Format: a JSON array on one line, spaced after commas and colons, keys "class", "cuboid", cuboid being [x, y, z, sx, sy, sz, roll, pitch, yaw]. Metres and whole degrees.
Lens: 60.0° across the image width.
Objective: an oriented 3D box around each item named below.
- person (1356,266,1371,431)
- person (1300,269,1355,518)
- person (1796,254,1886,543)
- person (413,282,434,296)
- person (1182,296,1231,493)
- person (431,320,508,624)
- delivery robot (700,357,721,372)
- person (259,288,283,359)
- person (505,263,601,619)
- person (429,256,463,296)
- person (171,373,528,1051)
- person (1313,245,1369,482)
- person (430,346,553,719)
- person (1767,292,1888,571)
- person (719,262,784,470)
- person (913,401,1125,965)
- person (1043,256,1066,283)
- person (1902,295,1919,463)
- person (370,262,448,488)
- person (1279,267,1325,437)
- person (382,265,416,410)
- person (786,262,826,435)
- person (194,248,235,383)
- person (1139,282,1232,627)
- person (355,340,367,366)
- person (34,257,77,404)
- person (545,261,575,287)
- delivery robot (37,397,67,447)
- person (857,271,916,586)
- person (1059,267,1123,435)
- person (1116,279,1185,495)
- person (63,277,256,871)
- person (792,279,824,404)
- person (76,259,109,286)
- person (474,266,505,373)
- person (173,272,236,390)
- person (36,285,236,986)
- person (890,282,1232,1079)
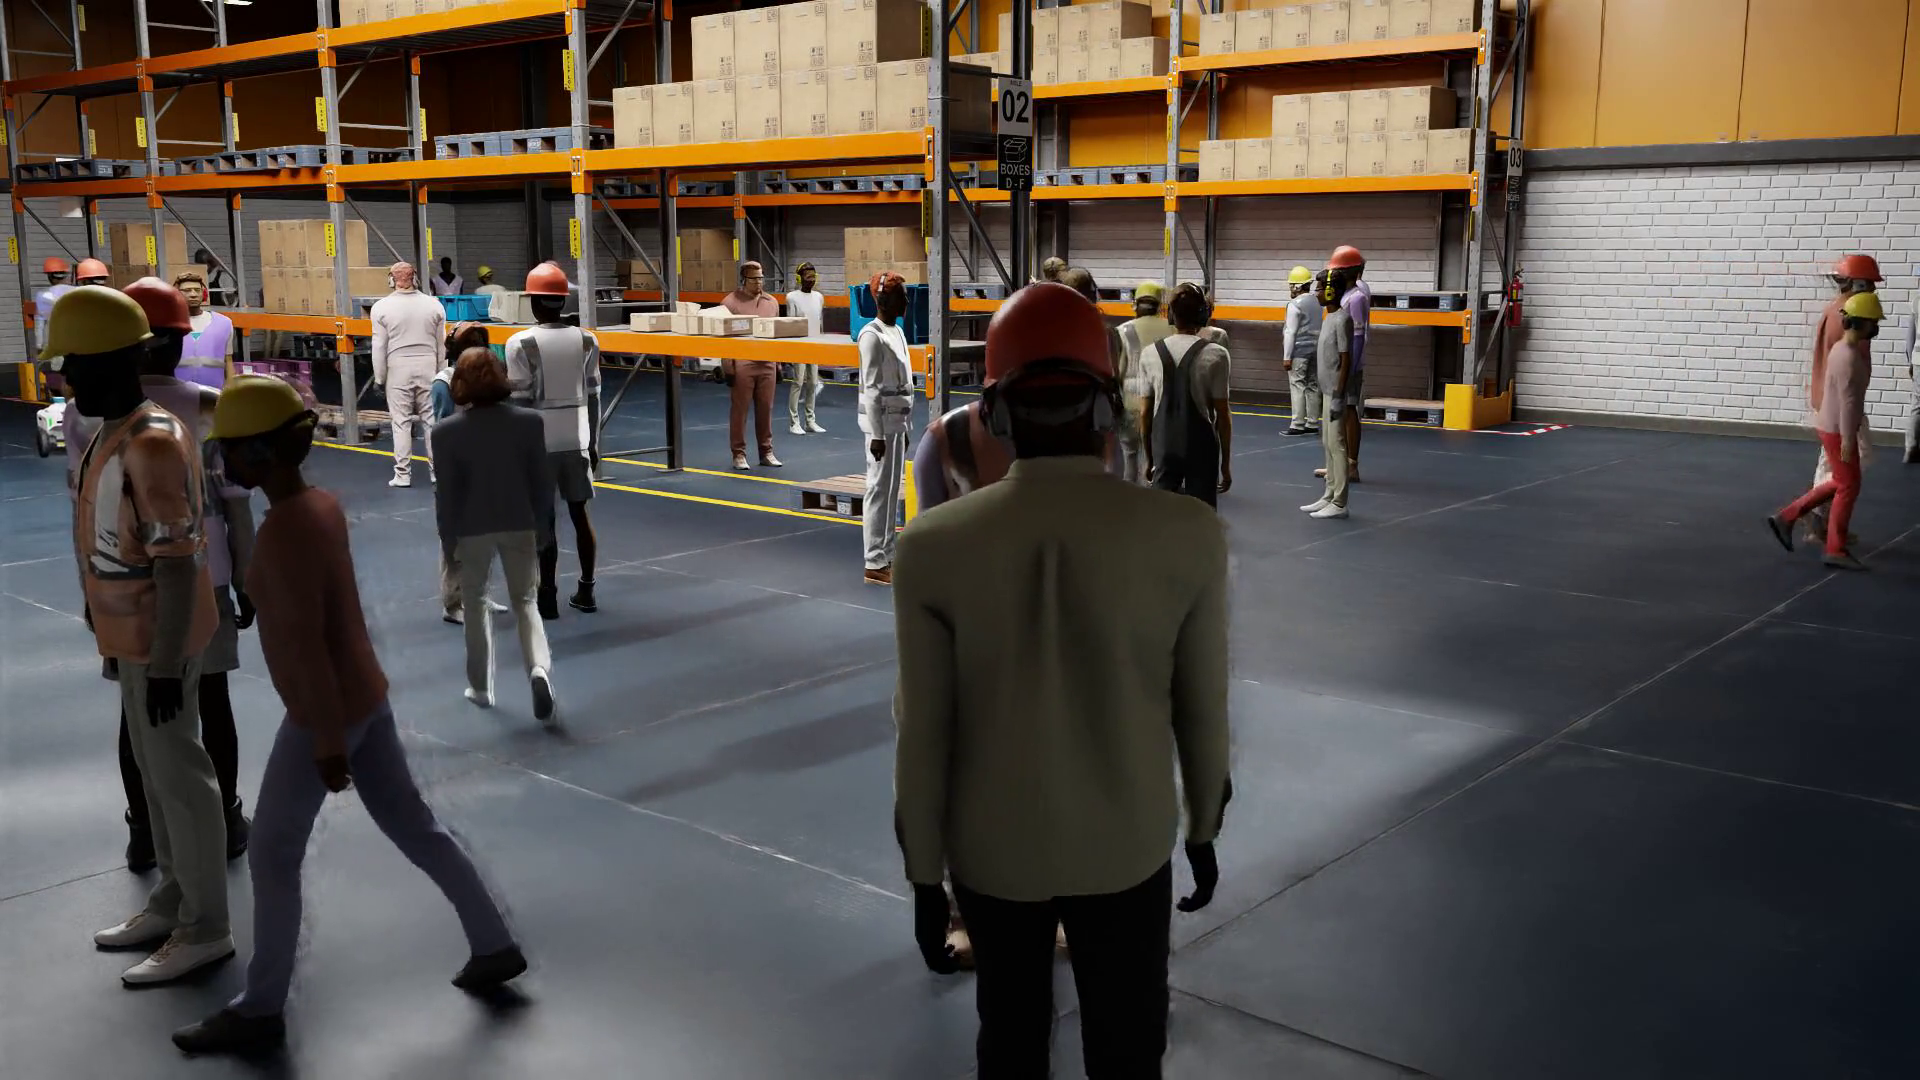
[{"class": "person", "cuboid": [4.299, -2.139, 18.250, 0.372, 1.940, 0.631, 4, 11, 23]}, {"class": "person", "cuboid": [2.786, -1.089, 12.493, 0.335, 1.864, 0.521, 0, 10, 2]}, {"class": "person", "cuboid": [6.006, -0.943, 11.318, 0.444, 1.979, 0.646, 2, 10, 9]}, {"class": "person", "cuboid": [-6.813, -2.516, 21.336, 0.742, 1.603, 0.499, 4, 11, 20]}, {"class": "person", "cuboid": [1.974, -1.192, 13.717, 0.512, 1.637, 0.307, 4, 11, 23]}, {"class": "person", "cuboid": [-2.671, -0.370, 9.038, 0.311, 1.636, 0.523, 2, 10, 13]}, {"class": "delivery robot", "cuboid": [-3.600, -2.690, 25.049, 0.707, 0.478, 0.477, 10, 14, 44]}, {"class": "person", "cuboid": [-11.757, -3.770, 28.452, 0.513, 1.620, 0.298, 4, 11, 24]}, {"class": "person", "cuboid": [-2.230, -0.535, 9.121, 0.546, 1.938, 0.360, -9, 13, -40]}, {"class": "person", "cuboid": [-9.048, -4.052, 29.316, 0.604, 1.885, 0.941, -5, 11, -28]}, {"class": "person", "cuboid": [-1.565, 0.427, 4.281, 0.843, 1.718, 0.550, -1, 10, -8]}, {"class": "person", "cuboid": [3.321, -1.516, 14.410, 0.372, 2.044, 0.608, 0, 10, -2]}, {"class": "person", "cuboid": [-1.990, -0.026, 7.156, 0.506, 1.608, 0.694, -5, 11, -26]}, {"class": "person", "cuboid": [5.518, -0.693, 10.526, 0.531, 1.750, 0.537, 5, 11, 25]}, {"class": "person", "cuboid": [-1.891, -1.595, 15.272, 0.646, 1.900, 0.403, -9, 13, -41]}, {"class": "person", "cuboid": [0.177, 0.284, 4.732, 0.624, 1.845, 0.430, -2, 10, -10]}, {"class": "person", "cuboid": [0.925, -1.940, 17.120, 0.374, 1.939, 0.629, -1, 10, -3]}, {"class": "person", "cuboid": [9.120, -1.659, 15.497, 0.407, 1.942, 0.615, -3, 11, -19]}, {"class": "person", "cuboid": [-4.668, -1.393, 14.114, 0.639, 1.902, 0.407, -7, 12, -33]}, {"class": "person", "cuboid": [3.669, -2.017, 17.893, 0.593, 1.826, 0.404, -10, 14, -44]}, {"class": "person", "cuboid": [-6.886, -2.439, 20.311, 0.430, 1.811, 0.609, 7, 12, 33]}, {"class": "person", "cuboid": [-1.669, -2.079, 18.109, 0.309, 1.868, 0.534, 10, 14, 44]}, {"class": "person", "cuboid": [-11.183, -3.327, 24.725, 0.705, 2.000, 0.607, -2, 10, -9]}, {"class": "person", "cuboid": [1.186, -0.422, 8.741, 0.508, 1.846, 0.345, 5, 11, 26]}, {"class": "person", "cuboid": [-10.397, -3.867, 28.412, 0.504, 1.826, 0.659, 2, 10, 12]}, {"class": "person", "cuboid": [-10.377, -2.297, 19.214, 0.612, 1.914, 0.571, 9, 13, 42]}, {"class": "person", "cuboid": [-5.399, -2.790, 22.199, 0.640, 1.854, 1.015, -6, 11, -29]}, {"class": "delivery robot", "cuboid": [-8.843, -1.163, 16.363, 0.477, 0.478, 0.707, -7, 12, -36]}, {"class": "person", "cuboid": [-0.434, -0.671, 10.051, 0.347, 1.882, 0.584, 2, 10, 13]}, {"class": "person", "cuboid": [0.695, -0.623, 9.710, 0.661, 1.905, 0.869, 5, 11, 26]}, {"class": "person", "cuboid": [1.405, -1.022, 12.295, 0.608, 1.805, 0.698, -4, 11, -20]}, {"class": "person", "cuboid": [-2.595, 0.113, 5.465, 0.541, 1.929, 0.382, -4, 11, -22]}, {"class": "person", "cuboid": [-1.947, -2.601, 21.455, 0.475, 1.732, 0.495, 8, 13, 38]}, {"class": "person", "cuboid": [-7.779, -1.577, 15.104, 0.397, 1.928, 0.547, 7, 12, 35]}, {"class": "person", "cuboid": [-7.365, -3.427, 26.145, 0.552, 1.732, 0.477, -9, 13, -41]}, {"class": "person", "cuboid": [-5.604, -1.034, 12.212, 0.566, 1.849, 0.387, -7, 12, -33]}, {"class": "person", "cuboid": [-2.267, 0.265, 4.611, 0.383, 1.922, 0.587, -7, 12, -34]}, {"class": "person", "cuboid": [0.176, 0.543, 2.901, 0.607, 1.970, 0.858, 1, 10, 6]}]
